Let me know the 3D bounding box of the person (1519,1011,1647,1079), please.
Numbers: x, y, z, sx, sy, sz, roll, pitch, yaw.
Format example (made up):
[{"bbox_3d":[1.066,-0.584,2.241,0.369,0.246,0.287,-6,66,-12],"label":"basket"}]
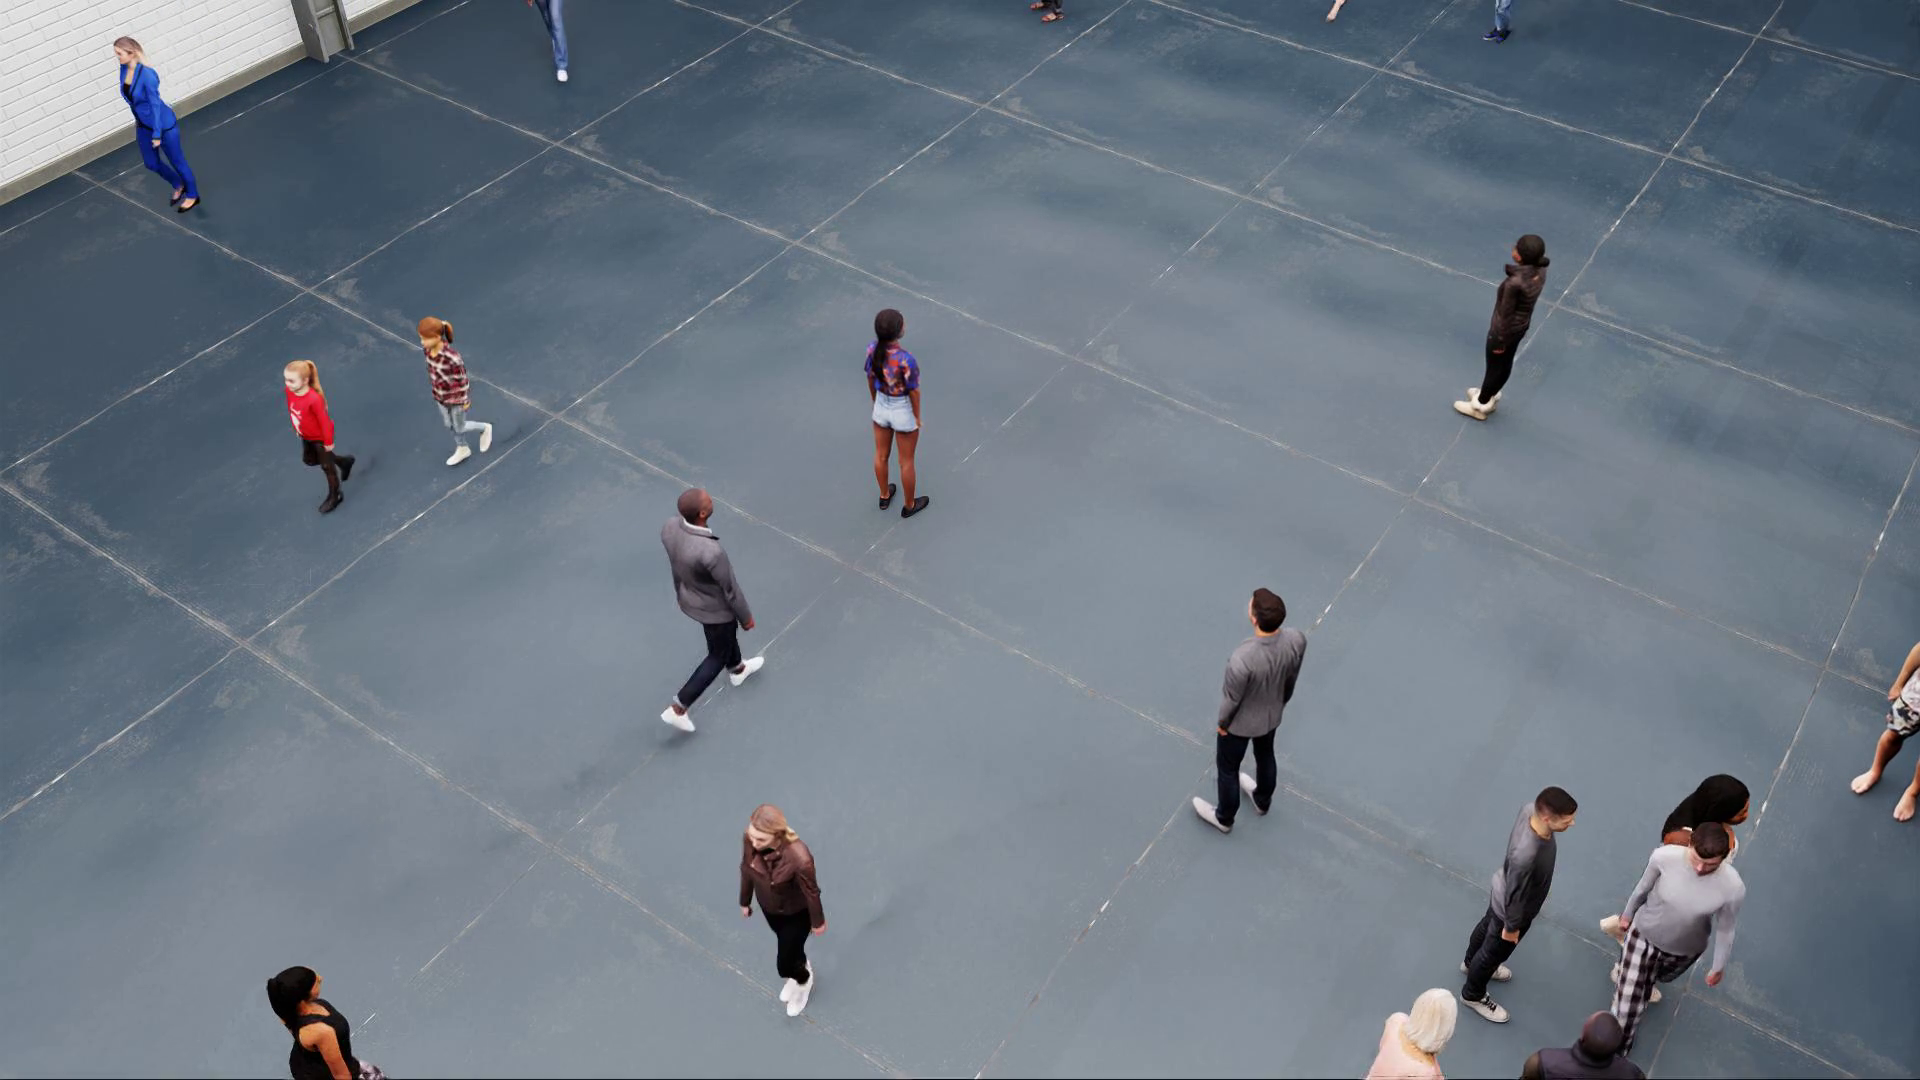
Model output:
[{"bbox_3d":[2.842,2.786,7.904,0.785,1.836,0.762,4,44,4],"label":"person"}]

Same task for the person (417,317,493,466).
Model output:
[{"bbox_3d":[-3.757,-1.138,12.414,0.537,1.295,0.629,25,49,24],"label":"person"}]

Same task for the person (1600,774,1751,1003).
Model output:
[{"bbox_3d":[3.759,1.824,8.940,0.753,1.800,0.682,33,53,30],"label":"person"}]

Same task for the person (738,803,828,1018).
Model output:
[{"bbox_3d":[-0.890,1.907,8.930,0.624,1.693,0.545,26,49,24],"label":"person"}]

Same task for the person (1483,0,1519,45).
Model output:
[{"bbox_3d":[5.771,-5.824,17.367,0.610,1.248,0.579,-18,46,-18],"label":"person"}]

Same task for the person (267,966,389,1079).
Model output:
[{"bbox_3d":[-3.166,2.651,8.176,0.593,1.656,0.545,25,49,24],"label":"person"}]

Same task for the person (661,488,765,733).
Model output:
[{"bbox_3d":[-1.629,0.456,10.383,1.186,1.790,0.913,-29,51,-27],"label":"person"}]

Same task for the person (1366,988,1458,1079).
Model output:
[{"bbox_3d":[2.009,2.801,8.014,1.178,1.663,1.018,-10,45,-11],"label":"person"}]

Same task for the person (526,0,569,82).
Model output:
[{"bbox_3d":[-4.190,-5.626,16.827,1.111,1.706,1.195,-6,44,-6],"label":"person"}]

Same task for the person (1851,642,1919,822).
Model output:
[{"bbox_3d":[5.846,0.920,9.881,0.705,1.810,0.630,34,53,30],"label":"person"}]

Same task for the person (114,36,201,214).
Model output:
[{"bbox_3d":[-7.093,-3.731,14.852,0.654,1.687,0.642,20,47,19],"label":"person"}]

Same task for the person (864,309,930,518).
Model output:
[{"bbox_3d":[-0.470,-0.902,11.839,0.595,1.748,0.526,22,48,22],"label":"person"}]

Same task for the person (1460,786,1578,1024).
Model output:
[{"bbox_3d":[2.955,1.907,8.878,0.732,1.766,0.569,14,45,14],"label":"person"}]

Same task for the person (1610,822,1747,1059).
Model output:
[{"bbox_3d":[3.746,2.016,8.738,0.762,1.800,1.167,21,48,21],"label":"person"}]

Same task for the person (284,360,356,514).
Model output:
[{"bbox_3d":[-4.642,-0.805,12.078,0.522,1.277,0.691,22,48,22],"label":"person"}]

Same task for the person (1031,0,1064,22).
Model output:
[{"bbox_3d":[0.988,-6.357,17.663,0.809,1.612,0.761,-15,46,-15],"label":"person"}]

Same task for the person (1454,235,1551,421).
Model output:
[{"bbox_3d":[4.169,-1.601,12.632,0.688,1.666,0.631,9,44,9],"label":"person"}]

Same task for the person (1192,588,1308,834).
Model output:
[{"bbox_3d":[1.715,1.009,9.746,0.680,1.867,0.824,-20,47,-20],"label":"person"}]
